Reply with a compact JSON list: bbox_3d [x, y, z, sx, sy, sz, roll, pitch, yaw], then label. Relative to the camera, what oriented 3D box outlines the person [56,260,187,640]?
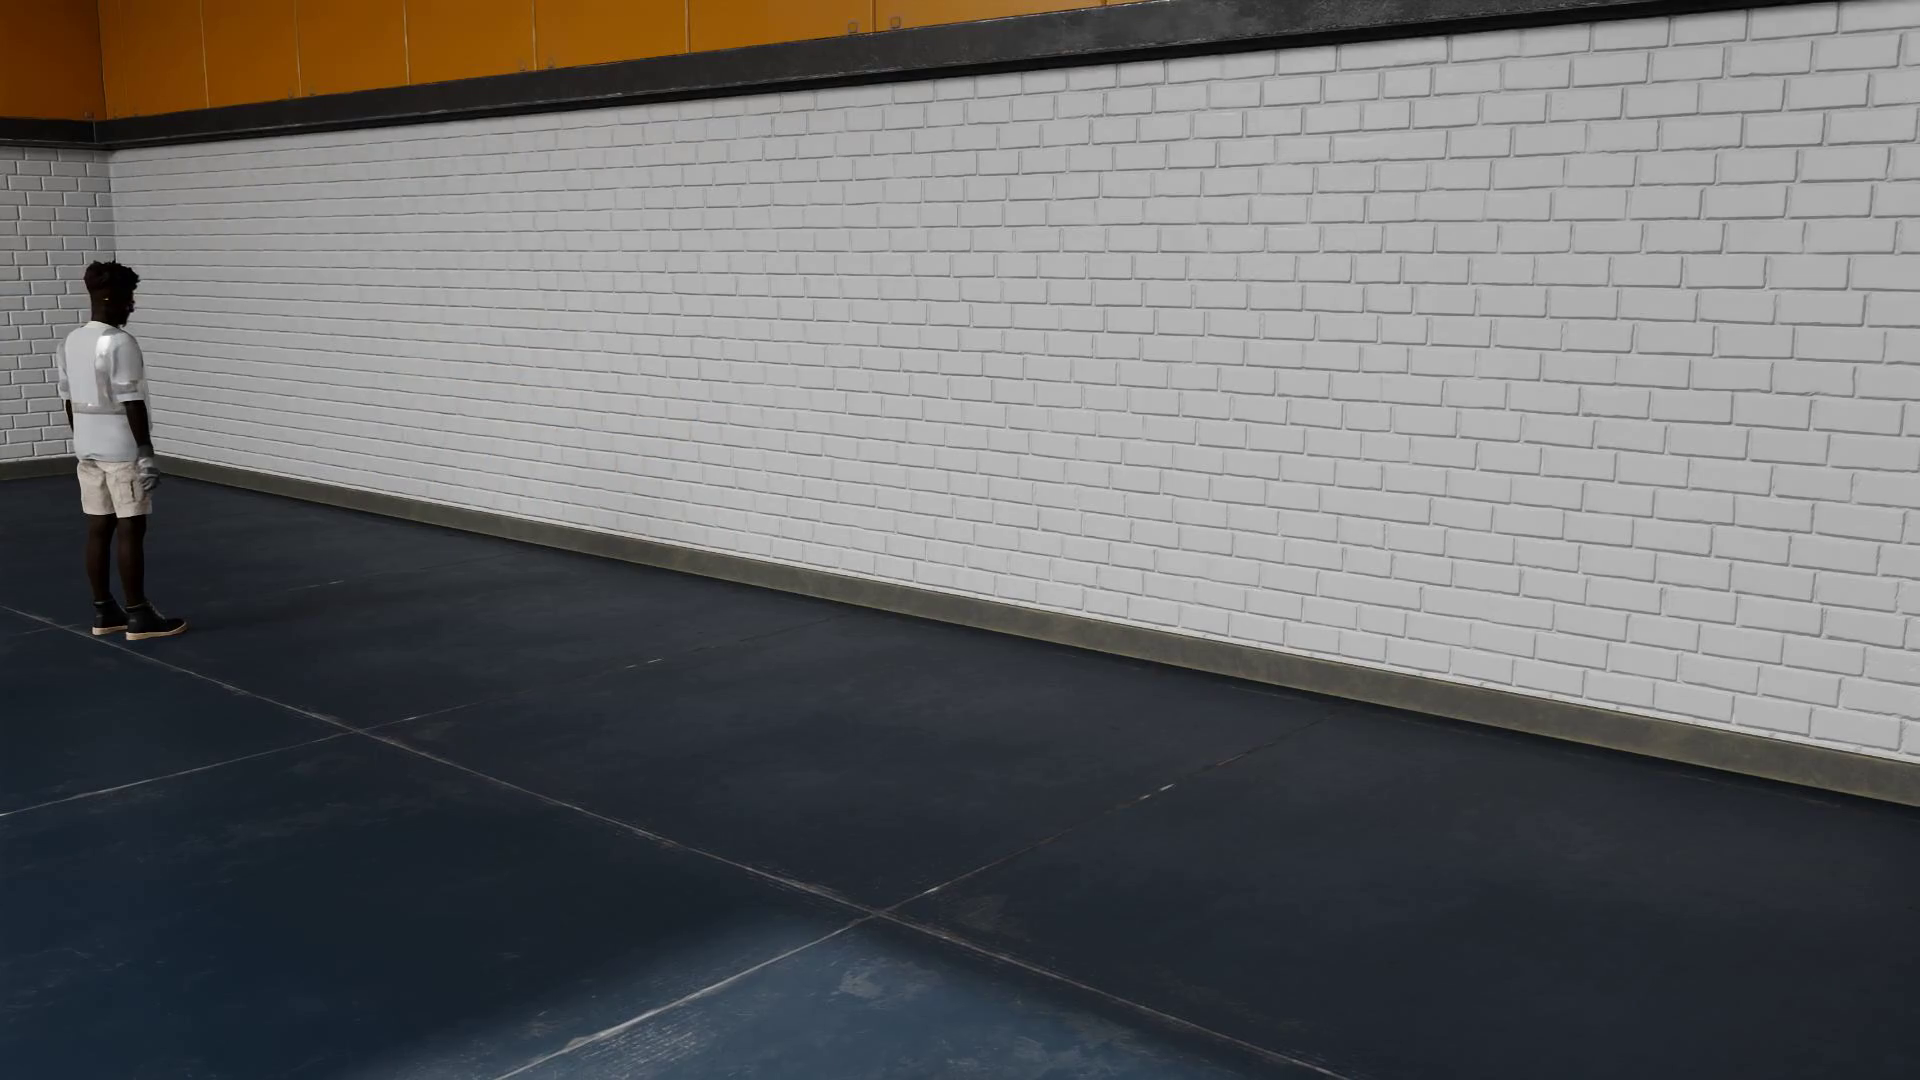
[{"bbox_3d":[-4.377,-0.462,8.643,0.600,1.958,0.387,6,12,31],"label":"person"}]
